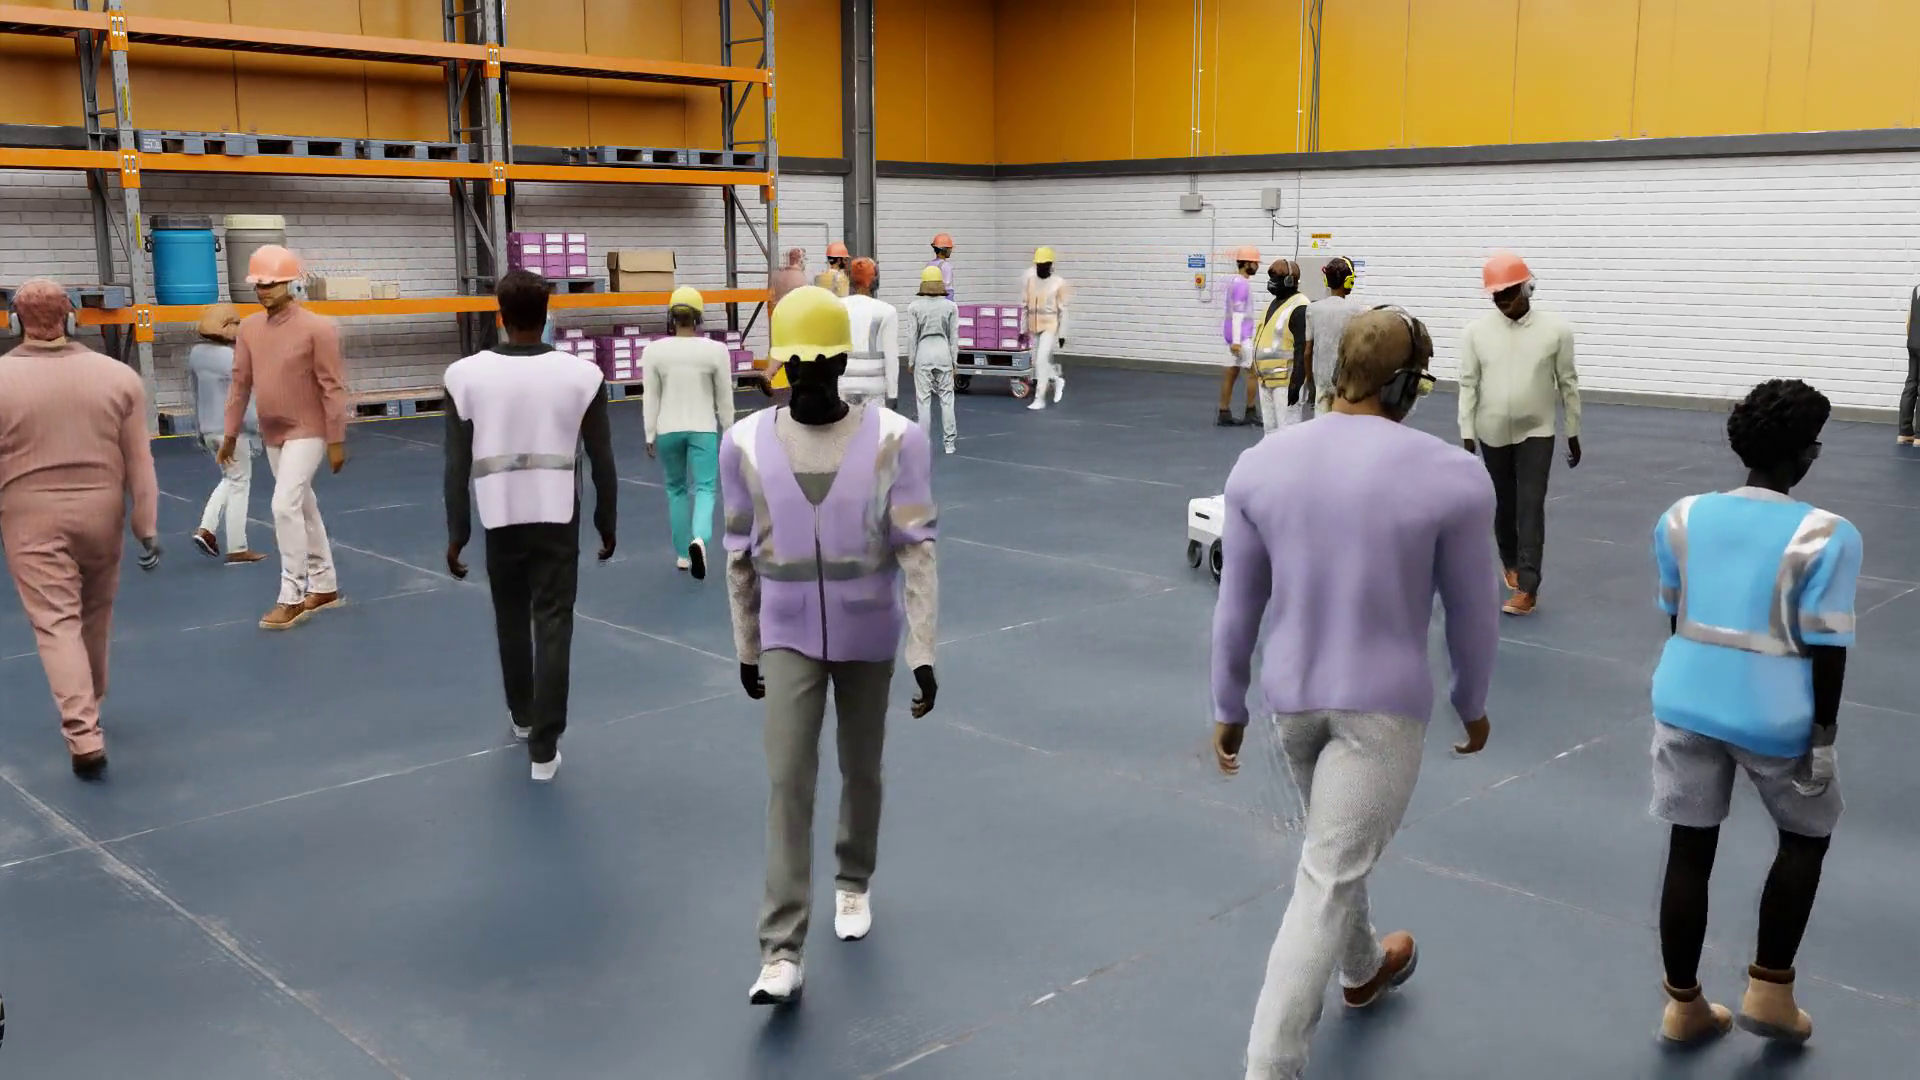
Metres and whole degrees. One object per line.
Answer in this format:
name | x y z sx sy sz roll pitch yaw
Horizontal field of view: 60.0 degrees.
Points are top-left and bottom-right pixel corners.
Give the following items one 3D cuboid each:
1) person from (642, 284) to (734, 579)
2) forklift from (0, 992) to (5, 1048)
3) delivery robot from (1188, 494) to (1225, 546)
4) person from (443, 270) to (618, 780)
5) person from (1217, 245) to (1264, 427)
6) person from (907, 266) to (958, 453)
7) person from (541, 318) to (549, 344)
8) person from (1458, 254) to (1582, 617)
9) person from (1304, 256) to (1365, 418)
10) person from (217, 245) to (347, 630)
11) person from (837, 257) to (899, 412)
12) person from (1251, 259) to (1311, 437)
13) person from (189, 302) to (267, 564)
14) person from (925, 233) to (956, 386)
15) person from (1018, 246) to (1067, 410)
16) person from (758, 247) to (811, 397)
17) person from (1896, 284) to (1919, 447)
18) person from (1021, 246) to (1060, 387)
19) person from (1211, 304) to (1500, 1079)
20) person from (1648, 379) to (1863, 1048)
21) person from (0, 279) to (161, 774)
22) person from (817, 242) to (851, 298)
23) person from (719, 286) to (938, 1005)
person | -1.610 -0.632 9.825 0.534 1.744 0.745 -1 10 -4
forklift | -3.245 0.323 3.363 2.313 2.155 1.214 2 11 13
delivery robot | 1.650 -0.105 9.913 0.477 0.478 0.707 -4 11 -19
person | -1.639 -0.088 6.436 0.626 1.880 0.910 -2 11 -10
person | 3.059 -2.138 17.535 0.713 1.911 0.587 1 10 5
person | -0.259 -1.665 15.444 0.487 1.741 0.313 -2 11 -10
person | -3.730 -1.458 14.622 0.438 1.626 0.520 -8 13 -36
person | 3.084 -0.604 9.173 0.652 1.929 0.990 5 11 23
person | 2.719 -1.098 11.997 0.508 1.872 0.329 10 14 42
person | -3.560 -0.532 8.639 0.636 1.959 0.806 6 12 28
person | -0.728 -1.086 11.930 0.591 1.869 0.570 3 11 17
person | 2.433 -1.202 12.645 0.429 1.844 0.626 -3 11 -16
person | -4.496 -0.648 10.223 0.525 1.618 0.369 6 12 29
person | -0.240 -3.100 22.441 0.375 2.044 0.605 -6 12 -31
person | 1.027 -2.499 19.570 0.596 1.901 0.799 9 14 40
person | -2.115 -2.723 20.846 0.837 1.885 0.647 -9 14 -40
person | 9.279 -1.810 15.951 0.344 1.846 0.507 -1 10 -4
person | 1.108 -2.950 22.084 0.429 1.878 0.646 9 13 39
person | 0.907 0.392 3.917 0.623 1.878 1.100 8 13 37
person | 1.943 0.446 4.113 0.480 1.676 0.523 -8 13 -39
person | -3.459 -0.063 6.401 0.659 1.862 1.016 -8 13 -38
person | -1.457 -2.572 19.851 0.366 1.935 0.555 -9 13 -39
person | -0.359 0.273 4.475 0.608 1.877 0.963 0 10 2
